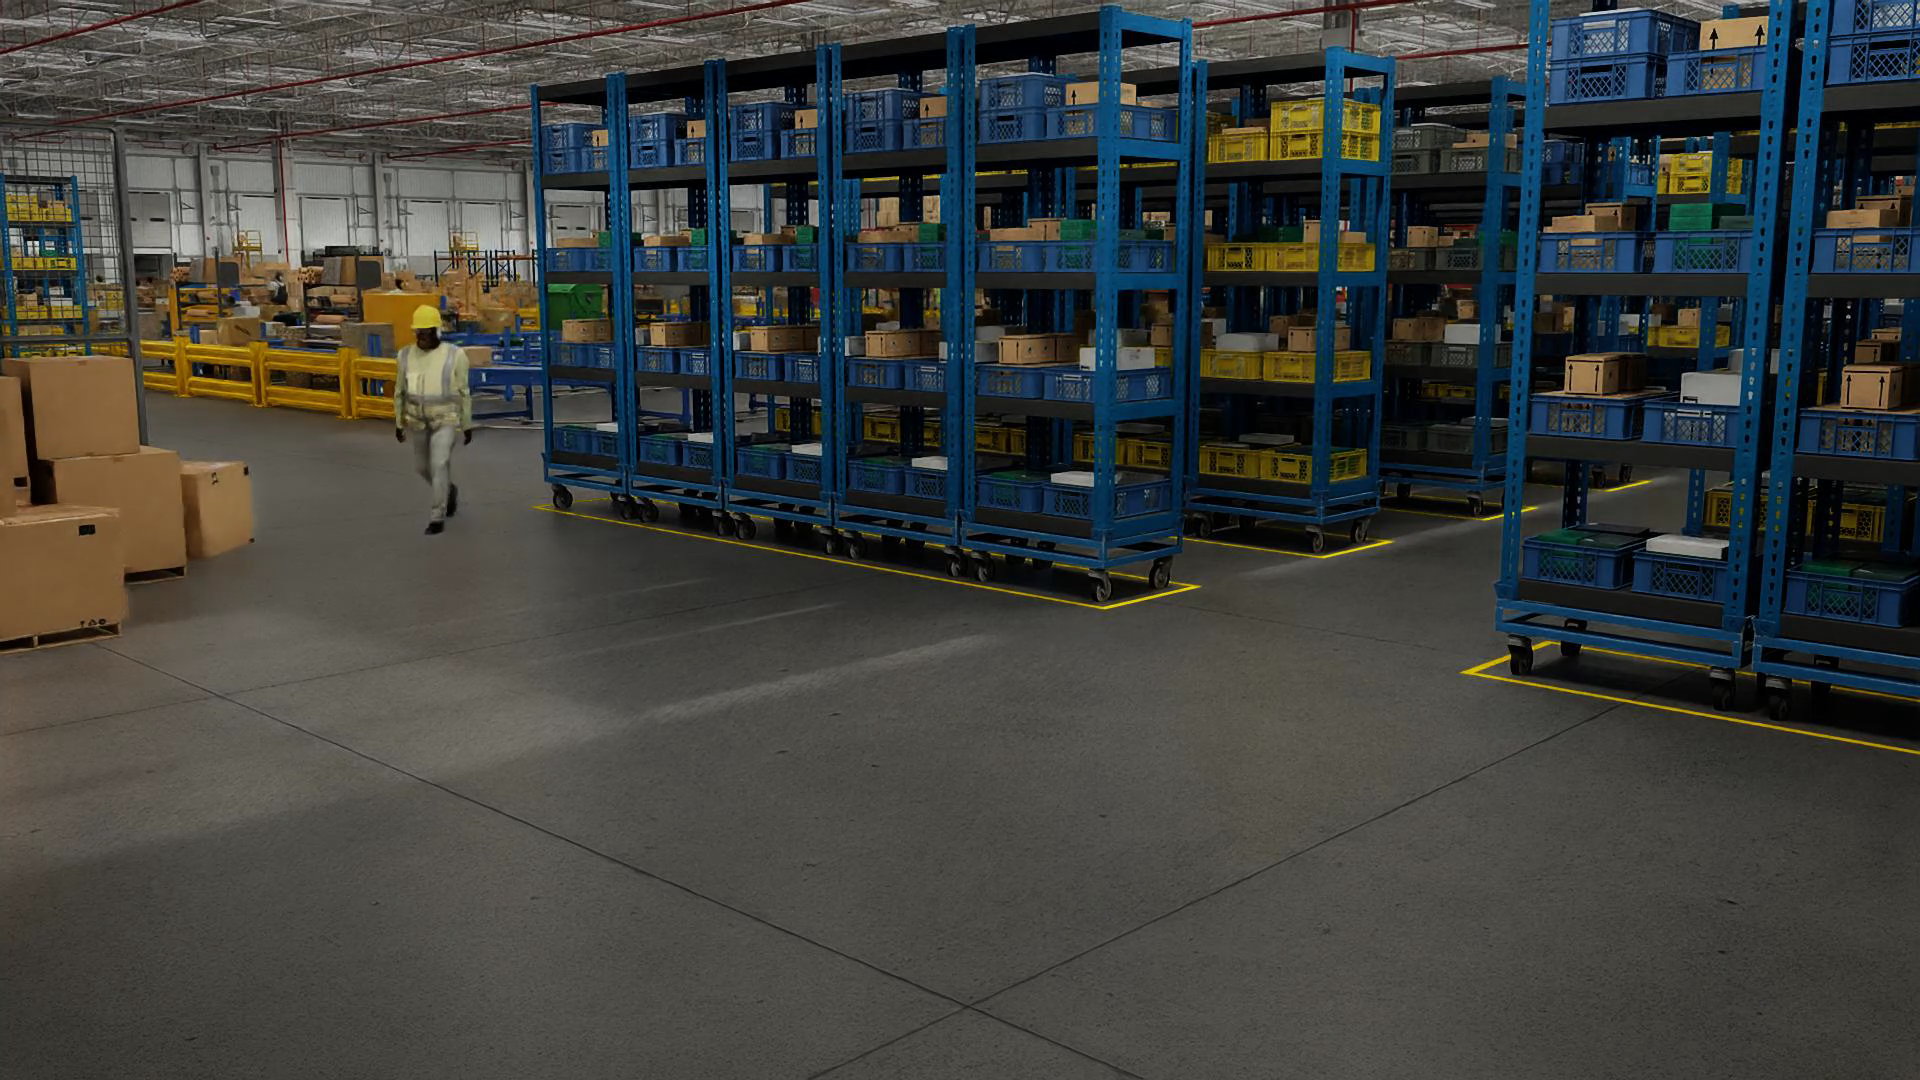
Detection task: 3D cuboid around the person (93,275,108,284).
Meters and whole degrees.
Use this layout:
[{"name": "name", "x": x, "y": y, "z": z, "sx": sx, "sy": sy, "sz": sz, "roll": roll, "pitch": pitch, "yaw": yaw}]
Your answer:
[{"name": "person", "x": -36.763, "y": -10.437, "z": 71.316, "sx": 0.732, "sy": 1.796, "sz": 0.575, "roll": -7, "pitch": 12, "yaw": -37}]

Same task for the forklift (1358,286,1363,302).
[{"name": "forklift", "x": 11.100, "y": -7.017, "z": 46.970, "sx": 1.873, "sy": 2.768, "sz": 1.129, "roll": 9, "pitch": 13, "yaw": 43}]

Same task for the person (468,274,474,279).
[{"name": "person", "x": -16.750, "y": -8.143, "z": 56.870, "sx": 0.434, "sy": 1.906, "sz": 0.552, "roll": 3, "pitch": 10, "yaw": 18}]

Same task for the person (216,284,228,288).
[{"name": "person", "x": -26.676, "y": -8.711, "z": 60.092, "sx": 0.623, "sy": 2.000, "sz": 1.048, "roll": 8, "pitch": 12, "yaw": 42}]

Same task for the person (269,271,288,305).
[{"name": "person", "x": -23.618, "y": -8.351, "z": 57.716, "sx": 0.553, "sy": 2.000, "sz": 0.701, "roll": 2, "pitch": 9, "yaw": 11}]

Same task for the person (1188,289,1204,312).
[{"name": "person", "x": 3.611, "y": -3.213, "z": 26.606, "sx": 0.410, "sy": 1.913, "sz": 0.651, "roll": -5, "pitch": 10, "yaw": -27}]

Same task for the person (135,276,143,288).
[{"name": "person", "x": -26.077, "y": -7.474, "z": 52.976, "sx": 0.966, "sy": 1.848, "sz": 0.592, "roll": -8, "pitch": 12, "yaw": -40}]

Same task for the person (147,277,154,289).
[{"name": "person", "x": -38.313, "y": -11.605, "z": 78.744, "sx": 0.317, "sy": 1.694, "sz": 0.534, "roll": -7, "pitch": 11, "yaw": -36}]

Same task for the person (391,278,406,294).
[{"name": "person", "x": -14.496, "y": -5.840, "z": 42.950, "sx": 0.524, "sy": 1.844, "sz": 0.877, "roll": 5, "pitch": 10, "yaw": 28}]

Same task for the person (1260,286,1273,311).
[{"name": "person", "x": 8.638, "y": -6.528, "z": 47.300, "sx": 0.609, "sy": 1.783, "sz": 0.934, "roll": -9, "pitch": 13, "yaw": -43}]

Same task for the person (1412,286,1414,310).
[{"name": "person", "x": 6.587, "y": -2.816, "z": 23.919, "sx": 0.381, "sy": 1.994, "sz": 0.614, "roll": 3, "pitch": 10, "yaw": 16}]

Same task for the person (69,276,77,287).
[{"name": "person", "x": -43.285, "y": -12.084, "z": 81.060, "sx": 0.843, "sy": 1.891, "sz": 0.607, "roll": 2, "pitch": 9, "yaw": 12}]

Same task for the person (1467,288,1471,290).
[{"name": "person", "x": 20.911, "y": -9.794, "z": 67.890, "sx": 0.520, "sy": 1.611, "sz": 0.752, "roll": 6, "pitch": 11, "yaw": 33}]

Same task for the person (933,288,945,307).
[{"name": "person", "x": -0.726, "y": -8.939, "z": 62.431, "sx": 0.546, "sy": 1.689, "sz": 0.398, "roll": -3, "pitch": 10, "yaw": -20}]

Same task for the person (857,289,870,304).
[{"name": "person", "x": -3.492, "y": -8.511, "z": 59.775, "sx": 0.379, "sy": 1.681, "sz": 0.549, "roll": 9, "pitch": 13, "yaw": 44}]

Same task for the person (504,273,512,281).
[{"name": "person", "x": -26.117, "y": -14.515, "z": 96.137, "sx": 0.572, "sy": 1.828, "sz": 0.931, "roll": 6, "pitch": 11, "yaw": 33}]

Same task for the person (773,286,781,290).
[{"name": "person", "x": -7.807, "y": -10.239, "z": 69.631, "sx": 0.957, "sy": 1.919, "sz": 0.641, "roll": -5, "pitch": 11, "yaw": -29}]

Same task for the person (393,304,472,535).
[{"name": "person", "x": -4.157, "y": -0.969, "z": 13.201, "sx": 0.617, "sy": 1.807, "sz": 0.715, "roll": 1, "pitch": 9, "yaw": 5}]
